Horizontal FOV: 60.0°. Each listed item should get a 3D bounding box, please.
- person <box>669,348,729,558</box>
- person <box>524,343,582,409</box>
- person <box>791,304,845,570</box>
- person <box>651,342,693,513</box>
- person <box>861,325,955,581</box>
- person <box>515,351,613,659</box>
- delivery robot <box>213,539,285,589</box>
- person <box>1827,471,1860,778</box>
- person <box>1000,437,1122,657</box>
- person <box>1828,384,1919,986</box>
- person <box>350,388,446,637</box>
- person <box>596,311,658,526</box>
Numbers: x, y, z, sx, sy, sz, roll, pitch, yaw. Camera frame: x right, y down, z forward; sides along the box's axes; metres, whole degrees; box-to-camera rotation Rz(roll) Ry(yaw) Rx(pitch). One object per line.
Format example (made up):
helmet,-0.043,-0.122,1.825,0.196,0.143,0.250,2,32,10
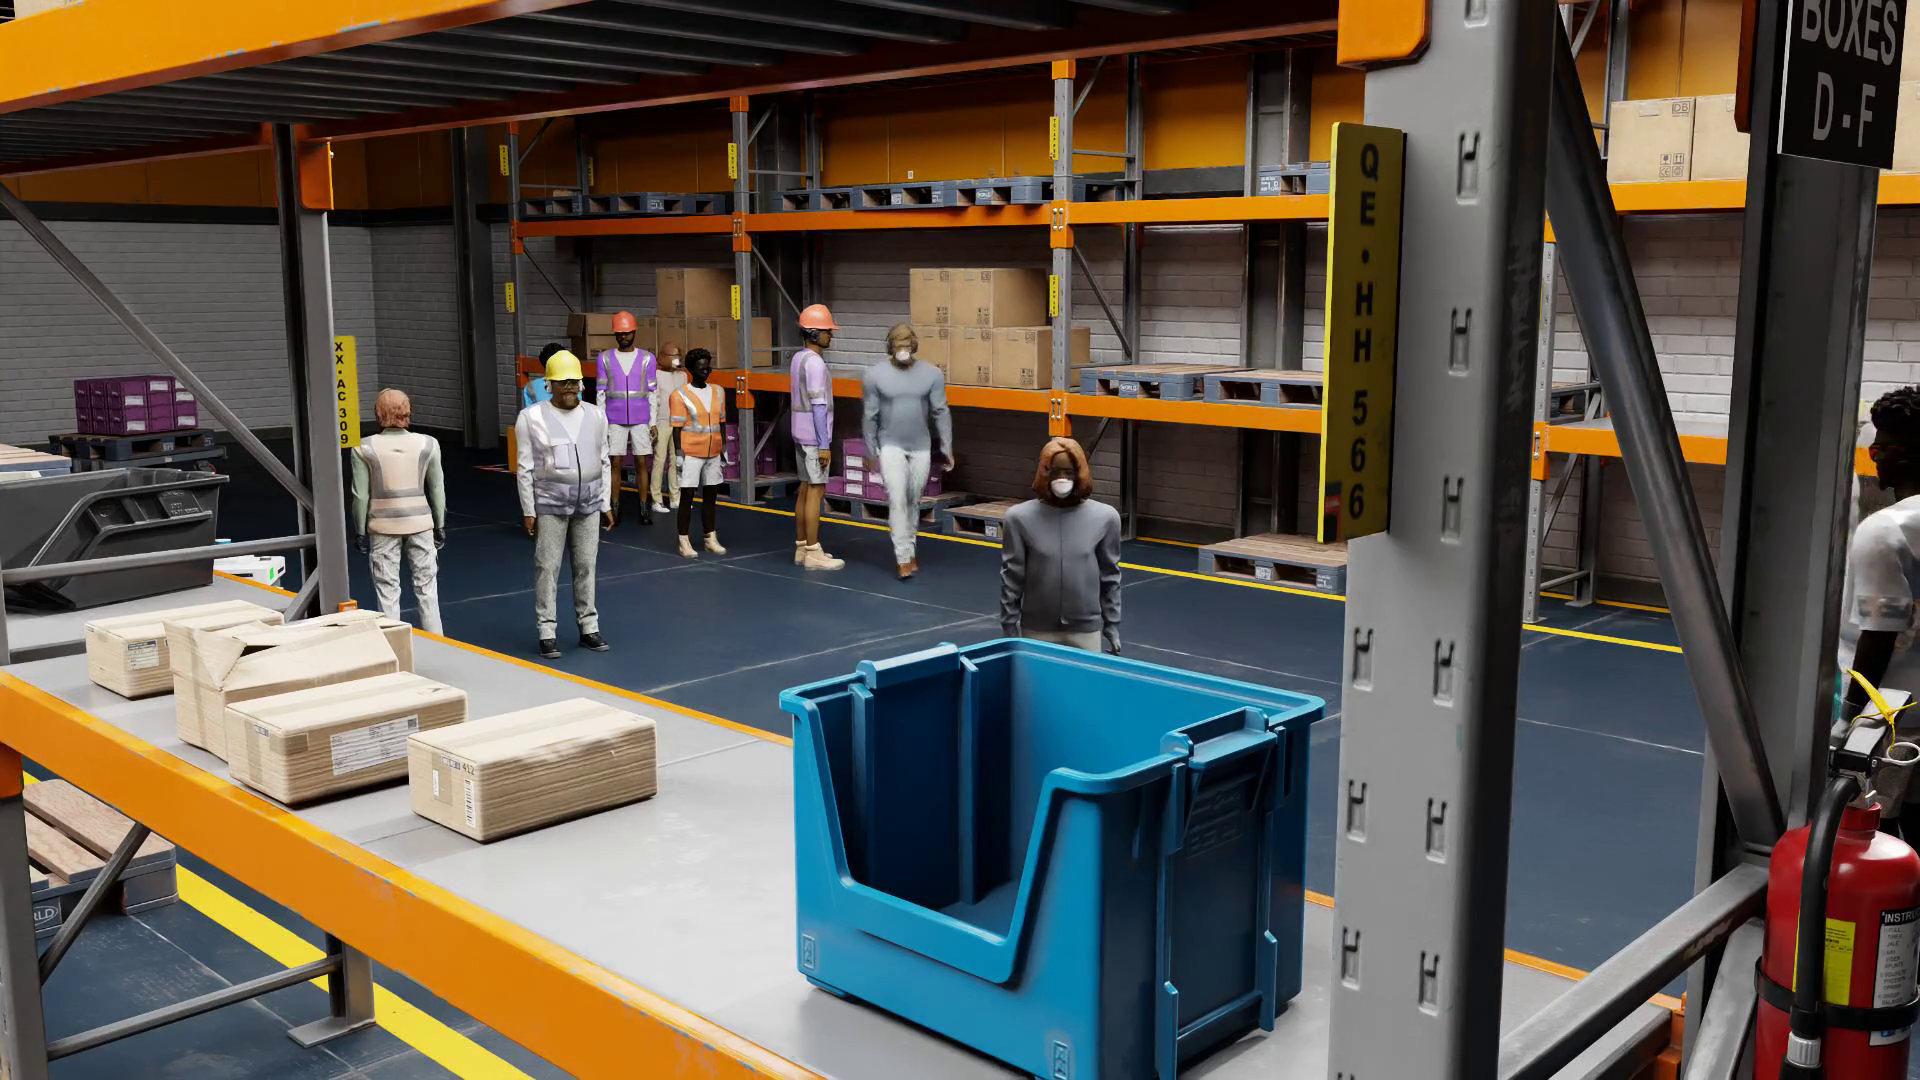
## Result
person,-2.095,-0.695,13.372,0.536,1.686,0.321,-9,13,-43
person,-3.395,-0.806,14.007,0.533,1.697,0.317,1,9,8
person,-1.105,-0.790,12.845,0.376,2.041,0.615,-3,10,-19
person,-2.773,-1.074,15.876,0.284,1.625,0.504,6,11,34
person,-0.381,-0.649,12.430,0.656,1.887,0.935,-3,10,-15
person,-2.351,-0.216,9.972,0.586,1.833,0.403,-7,11,-35
delivery robot,-4.786,0.235,10.830,0.707,0.478,0.477,-2,9,-9
person,3.833,0.227,7.559,0.672,1.742,0.529,8,12,41
person,0.418,0.386,6.893,0.509,1.631,0.269,0,9,-2
person,2.922,0.499,5.181,0.613,1.963,0.361,-6,11,-31
person,-3.197,-0.043,9.502,0.521,1.638,0.311,-5,11,-29
person,-2.994,-1.086,14.985,0.552,1.937,0.356,-2,9,-12
